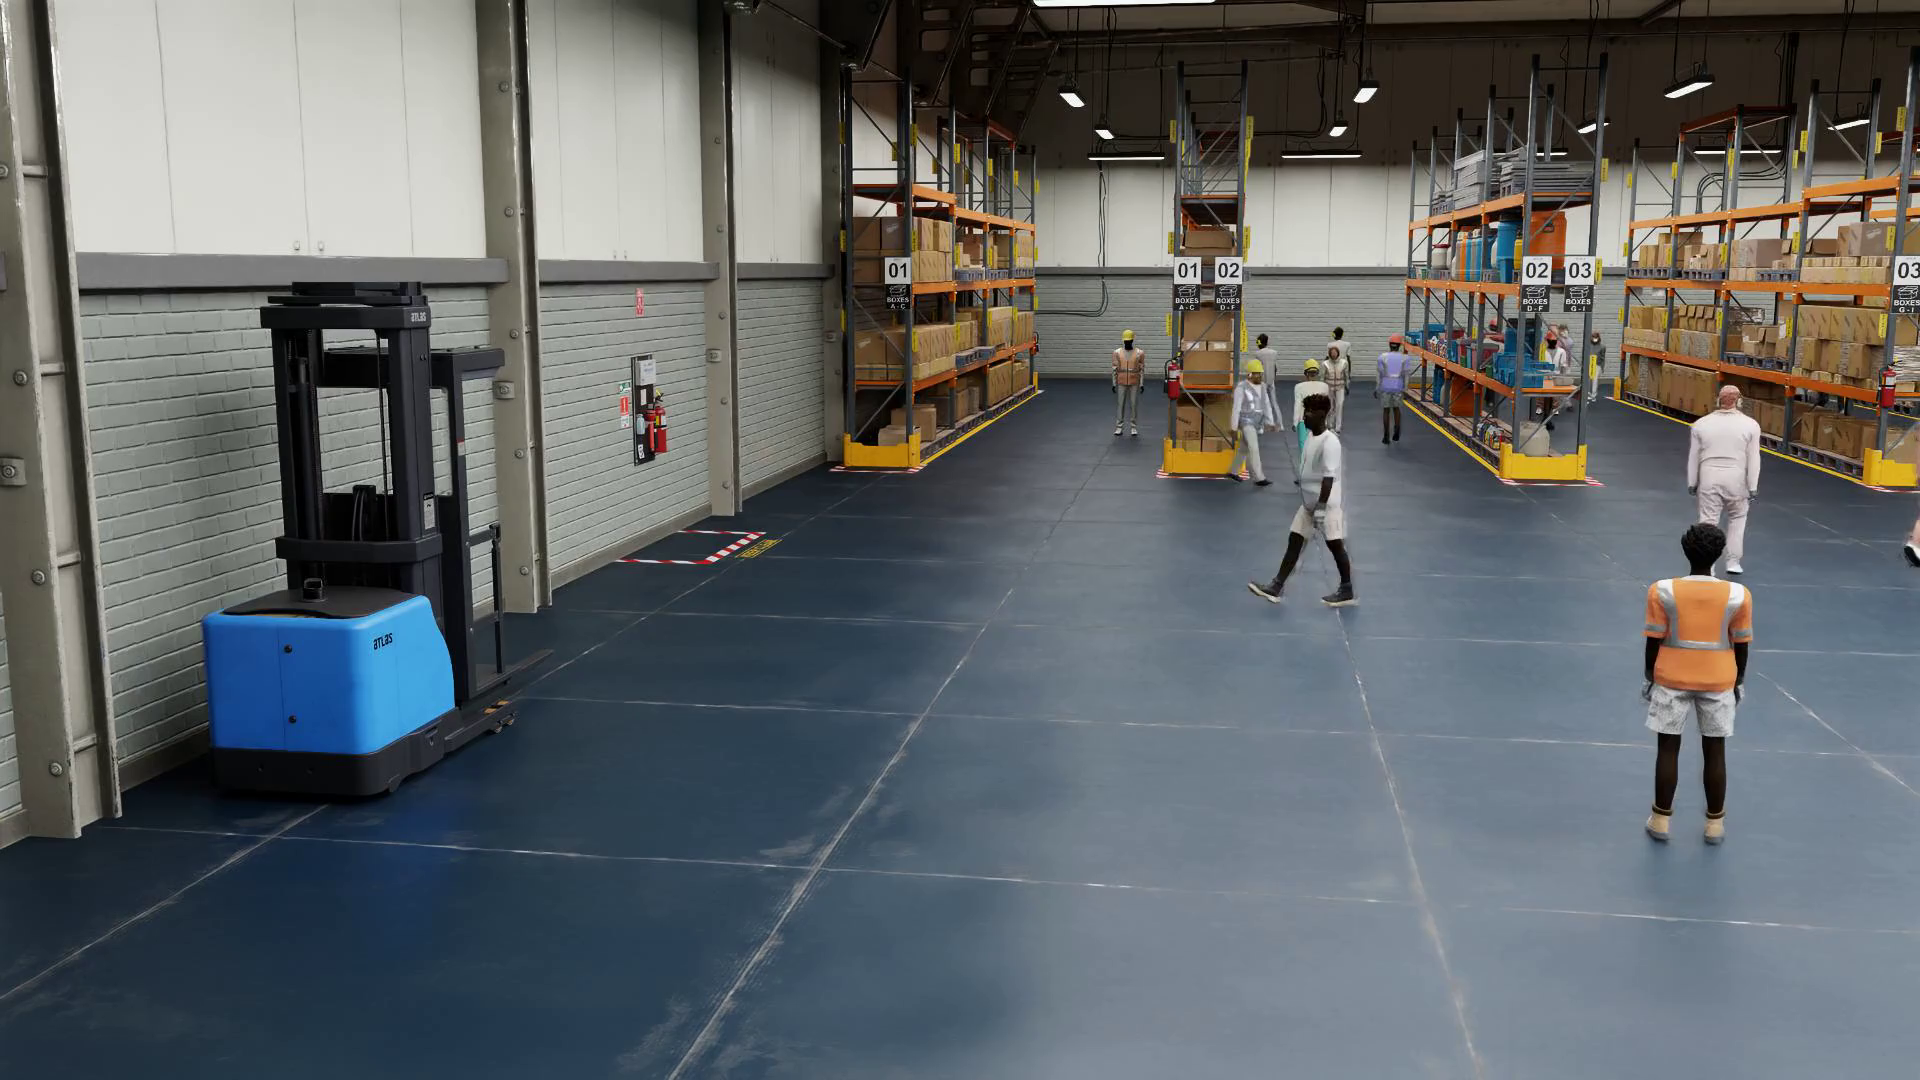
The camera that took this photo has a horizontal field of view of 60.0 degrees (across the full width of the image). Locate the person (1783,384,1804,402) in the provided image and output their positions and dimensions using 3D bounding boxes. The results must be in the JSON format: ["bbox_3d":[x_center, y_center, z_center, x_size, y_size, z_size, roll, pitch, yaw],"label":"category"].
[{"bbox_3d":[16.103,-3.027,32.135,0.563,1.667,0.764,0,9,3],"label":"person"}]

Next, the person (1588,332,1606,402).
[{"bbox_3d":[14.690,-4.026,38.581,0.504,1.606,0.839,4,10,21],"label":"person"}]

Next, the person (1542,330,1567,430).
[{"bbox_3d":[11.287,-3.078,31.809,0.557,1.899,0.971,1,9,5],"label":"person"}]

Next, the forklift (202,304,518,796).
[{"bbox_3d":[-3.673,-0.038,10.147,1.129,2.768,1.873,1,9,9],"label":"forklift"}]

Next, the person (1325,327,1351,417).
[{"bbox_3d":[7.785,-3.479,34.442,0.558,1.836,0.788,0,9,-2],"label":"person"}]

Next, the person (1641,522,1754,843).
[{"bbox_3d":[3.880,0.751,8.790,0.540,1.695,0.317,3,10,16],"label":"person"}]

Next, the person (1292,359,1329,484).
[{"bbox_3d":[4.943,-1.670,23.513,0.533,1.767,0.326,-2,9,-13],"label":"person"}]

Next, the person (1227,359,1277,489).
[{"bbox_3d":[4.064,-1.642,23.312,0.591,1.788,0.927,-9,13,-43],"label":"person"}]

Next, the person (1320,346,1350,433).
[{"bbox_3d":[6.916,-2.765,30.723,0.537,1.603,0.708,2,10,14],"label":"person"}]

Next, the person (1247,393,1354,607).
[{"bbox_3d":[3.115,-0.346,14.856,1.005,1.913,0.633,-2,9,-11],"label":"person"}]

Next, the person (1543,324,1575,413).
[{"bbox_3d":[12.823,-3.687,35.620,0.650,1.885,1.026,-3,10,-18],"label":"person"}]

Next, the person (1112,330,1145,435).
[{"bbox_3d":[3.084,-2.886,30.521,0.595,1.923,0.380,2,9,11],"label":"person"}]

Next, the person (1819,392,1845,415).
[{"bbox_3d":[18.289,-3.546,34.787,0.597,1.873,0.993,1,9,7],"label":"person"}]

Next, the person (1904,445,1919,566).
[{"bbox_3d":[10.129,-0.662,17.039,0.934,1.861,0.690,-7,12,-38],"label":"person"}]

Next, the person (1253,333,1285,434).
[{"bbox_3d":[5.687,-2.881,30.726,0.716,1.849,0.528,-3,10,-20],"label":"person"}]

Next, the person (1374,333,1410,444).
[{"bbox_3d":[7.559,-2.656,29.152,0.567,1.917,0.409,1,9,5],"label":"person"}]

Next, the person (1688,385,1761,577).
[{"bbox_3d":[7.513,-0.569,16.345,0.670,1.888,0.759,7,11,35],"label":"person"}]

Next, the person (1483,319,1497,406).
[{"bbox_3d":[11.873,-3.971,37.215,0.614,1.930,1.084,0,9,2],"label":"person"}]

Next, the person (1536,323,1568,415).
[{"bbox_3d":[12.366,-3.580,34.846,0.645,1.913,0.409,4,10,21],"label":"person"}]

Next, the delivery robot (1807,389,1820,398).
[{"bbox_3d":[19.658,-3.464,38.144,0.477,0.478,0.707,5,11,31],"label":"delivery robot"}]
